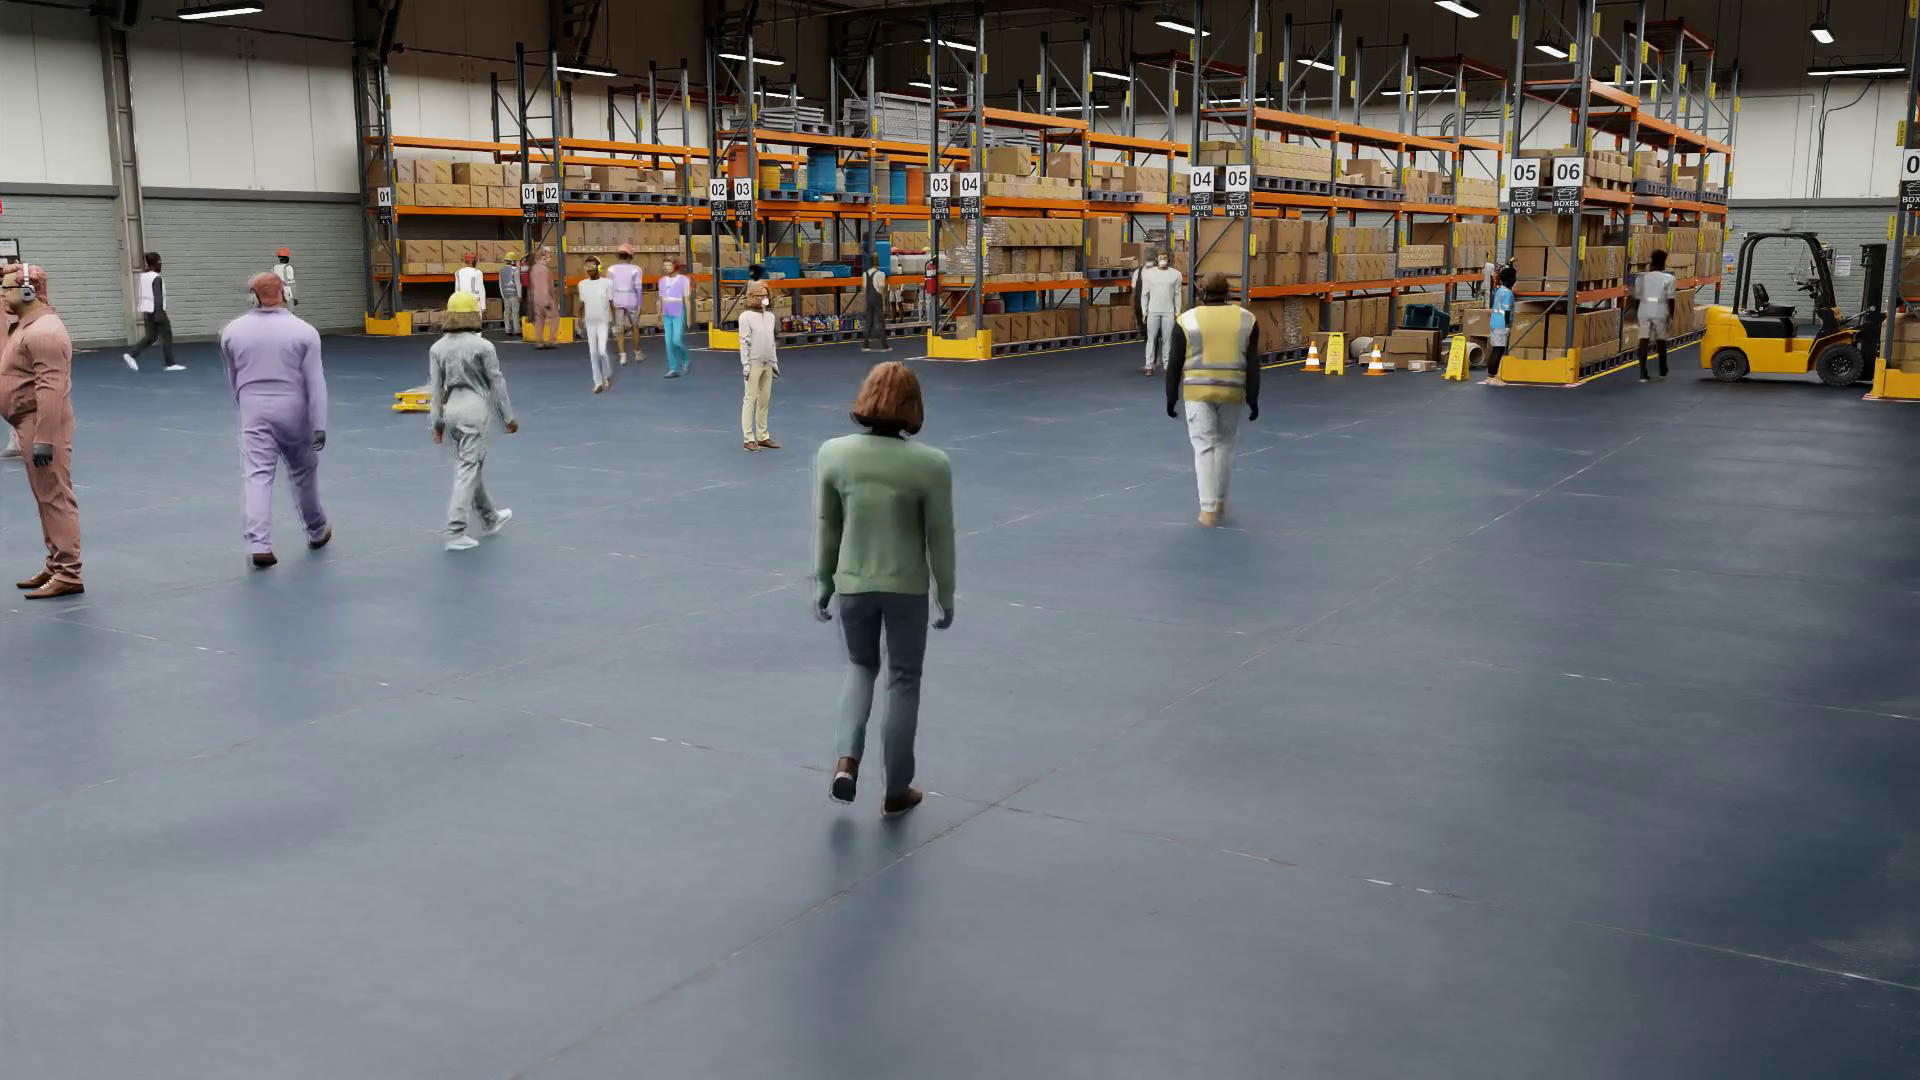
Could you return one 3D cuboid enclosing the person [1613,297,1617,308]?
[{"bbox_3d":[16.182,-6.126,40.582,0.622,1.838,0.429,-7,12,-34],"label":"person"}]

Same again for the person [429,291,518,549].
[{"bbox_3d":[-3.261,-0.818,11.228,0.496,1.702,0.860,4,11,23],"label":"person"}]

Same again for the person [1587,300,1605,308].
[{"bbox_3d":[15.651,-6.130,40.675,0.813,1.816,0.636,-3,11,-18],"label":"person"}]

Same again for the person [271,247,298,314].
[{"bbox_3d":[-13.586,-4.922,33.546,0.545,1.938,0.356,4,11,23],"label":"person"}]

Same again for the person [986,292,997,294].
[{"bbox_3d":[0.905,-7.637,48.457,0.605,2.045,0.387,1,10,7],"label":"person"}]

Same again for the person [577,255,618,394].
[{"bbox_3d":[-4.898,-2.891,22.385,0.562,1.857,0.413,2,10,9],"label":"person"}]

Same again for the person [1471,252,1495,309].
[{"bbox_3d":[12.312,-5.885,39.170,0.512,1.860,0.331,2,10,13],"label":"person"}]

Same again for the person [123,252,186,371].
[{"bbox_3d":[-12.829,-3.616,26.372,0.596,1.896,0.827,10,14,44],"label":"person"}]

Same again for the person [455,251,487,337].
[{"bbox_3d":[-8.427,-4.031,28.707,0.584,1.882,0.337,4,11,22],"label":"person"}]

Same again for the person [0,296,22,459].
[{"bbox_3d":[-9.148,-1.705,15.468,0.812,1.963,0.632,-1,10,-4],"label":"person"}]

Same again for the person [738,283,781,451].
[{"bbox_3d":[-1.961,-1.692,16.305,0.280,1.634,0.498,7,12,33],"label":"person"}]

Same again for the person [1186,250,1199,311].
[{"bbox_3d":[4.426,-4.357,30.436,0.550,1.921,0.622,4,11,21],"label":"person"}]

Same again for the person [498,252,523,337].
[{"bbox_3d":[-9.685,-5.303,35.972,0.590,1.835,0.404,6,12,32],"label":"person"}]

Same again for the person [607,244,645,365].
[{"bbox_3d":[-5.587,-3.949,27.918,0.616,2.002,0.968,0,10,-1],"label":"person"}]

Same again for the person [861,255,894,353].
[{"bbox_3d":[-1.556,-4.360,30.830,0.535,1.819,0.626,6,12,32],"label":"person"}]

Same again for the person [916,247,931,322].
[{"bbox_3d":[-0.856,-6.396,41.826,0.585,1.929,0.370,7,12,35],"label":"person"}]

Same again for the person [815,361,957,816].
[{"bbox_3d":[-0.262,0.183,5.855,0.515,1.619,0.372,3,11,17],"label":"person"}]

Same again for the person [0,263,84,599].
[{"bbox_3d":[-5.302,-0.624,9.562,0.408,1.909,0.642,-7,12,-33],"label":"person"}]

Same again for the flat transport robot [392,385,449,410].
[{"bbox_3d":[-6.465,-1.762,20.518,0.652,0.197,1.431,0,10,-2],"label":"flat transport robot"}]

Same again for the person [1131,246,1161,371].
[{"bbox_3d":[3.100,-3.760,26.751,0.689,2.000,0.983,6,12,29],"label":"person"}]

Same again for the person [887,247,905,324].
[{"bbox_3d":[-1.536,-5.982,39.511,0.542,1.929,0.368,9,14,43],"label":"person"}]

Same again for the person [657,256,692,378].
[{"bbox_3d":[-4.303,-3.344,25.007,0.588,1.826,0.445,6,12,29],"label":"person"}]

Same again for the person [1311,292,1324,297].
[{"bbox_3d":[10.037,-7.281,46.607,0.392,1.991,0.612,-10,14,-43],"label":"person"}]

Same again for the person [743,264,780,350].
[{"bbox_3d":[-3.694,-4.294,30.850,0.903,1.649,0.525,-9,13,-41],"label":"person"}]

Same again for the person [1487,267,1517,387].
[{"bbox_3d":[7.700,-3.021,23.623,0.322,1.689,0.545,1,10,7],"label":"person"}]

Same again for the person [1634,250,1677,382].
[{"bbox_3d":[10.227,-3.288,24.475,0.611,1.904,1.006,7,12,33],"label":"person"}]

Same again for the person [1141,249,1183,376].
[{"bbox_3d":[3.071,-3.459,25.352,0.627,1.940,0.372,0,10,0],"label":"person"}]

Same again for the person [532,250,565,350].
[{"bbox_3d":[-7.824,-4.571,31.703,0.656,1.887,0.673,-6,12,-31],"label":"person"}]

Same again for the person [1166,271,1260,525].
[{"bbox_3d":[1.826,-1.052,12.211,0.662,1.811,0.839,-1,10,-3],"label":"person"}]

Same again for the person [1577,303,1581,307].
[{"bbox_3d":[15.146,-6.199,40.911,0.857,1.871,0.596,3,11,17],"label":"person"}]

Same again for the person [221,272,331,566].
[{"bbox_3d":[-4.362,-0.780,10.654,0.638,1.843,1.073,-1,10,-6],"label":"person"}]
